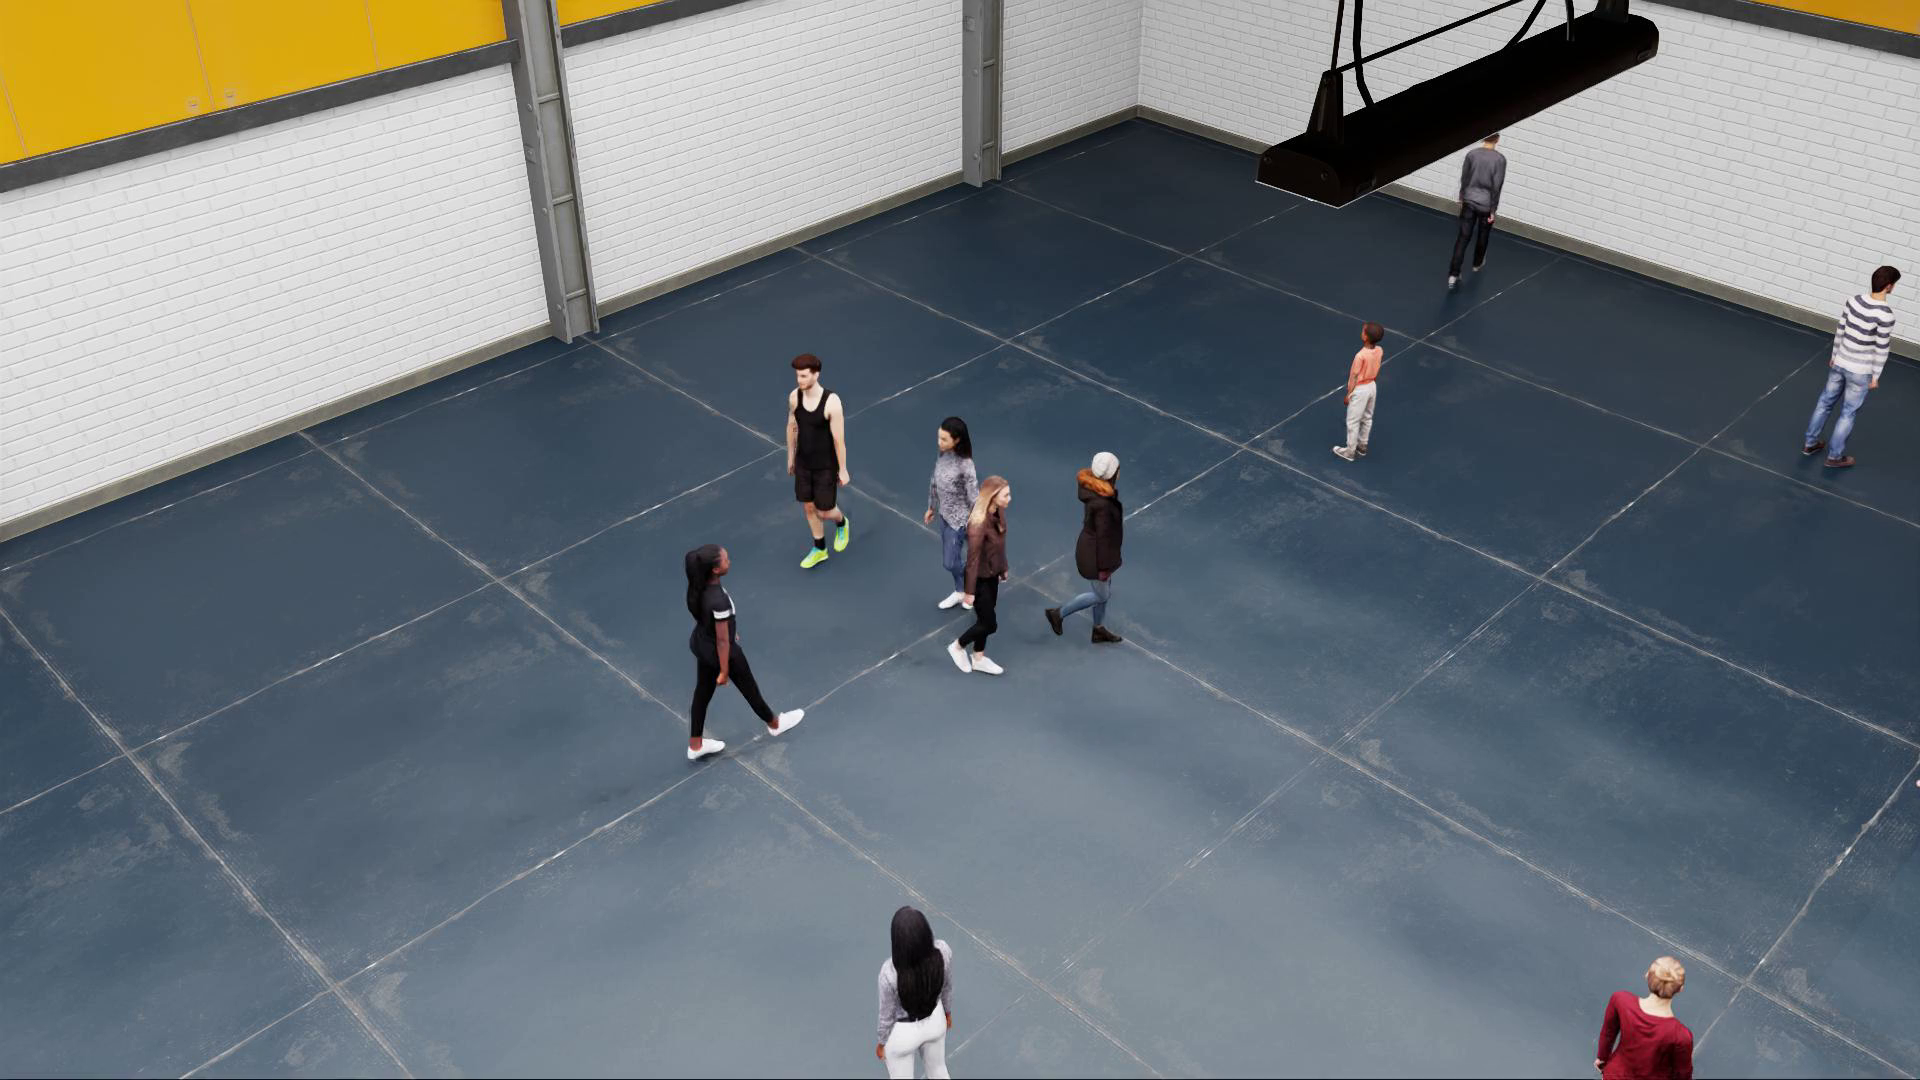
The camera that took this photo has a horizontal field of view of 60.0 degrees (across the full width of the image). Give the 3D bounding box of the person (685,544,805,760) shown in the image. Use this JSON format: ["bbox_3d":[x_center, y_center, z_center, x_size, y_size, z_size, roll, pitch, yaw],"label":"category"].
[{"bbox_3d":[-1.718,0.788,11.244,1.121,1.698,0.752,-20,39,-28],"label":"person"}]

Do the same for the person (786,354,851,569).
[{"bbox_3d":[-1.089,-0.654,13.250,0.806,1.879,0.869,18,38,25],"label":"person"}]

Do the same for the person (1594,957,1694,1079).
[{"bbox_3d":[3.336,2.755,8.290,0.614,1.693,0.653,-25,41,-33],"label":"person"}]

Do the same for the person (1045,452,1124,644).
[{"bbox_3d":[0.953,0.096,12.358,0.989,1.617,0.935,2,34,3],"label":"person"}]

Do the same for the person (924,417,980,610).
[{"bbox_3d":[0.057,-0.205,12.721,0.735,1.718,0.731,-16,37,-22],"label":"person"}]

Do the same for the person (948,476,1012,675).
[{"bbox_3d":[0.091,0.255,12.053,0.797,1.690,0.712,16,37,22],"label":"person"}]

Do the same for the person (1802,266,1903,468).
[{"bbox_3d":[7.846,-1.535,14.603,0.667,1.849,0.719,-13,36,-19],"label":"person"}]

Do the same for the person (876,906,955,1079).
[{"bbox_3d":[-0.234,2.536,8.592,0.521,1.723,0.706,-18,38,-25],"label":"person"}]

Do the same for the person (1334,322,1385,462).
[{"bbox_3d":[3.589,-1.331,14.782,0.460,1.311,0.576,-20,39,-28],"label":"person"}]

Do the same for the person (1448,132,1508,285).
[{"bbox_3d":[5.492,-3.537,17.730,0.799,1.722,1.188,20,38,27],"label":"person"}]
